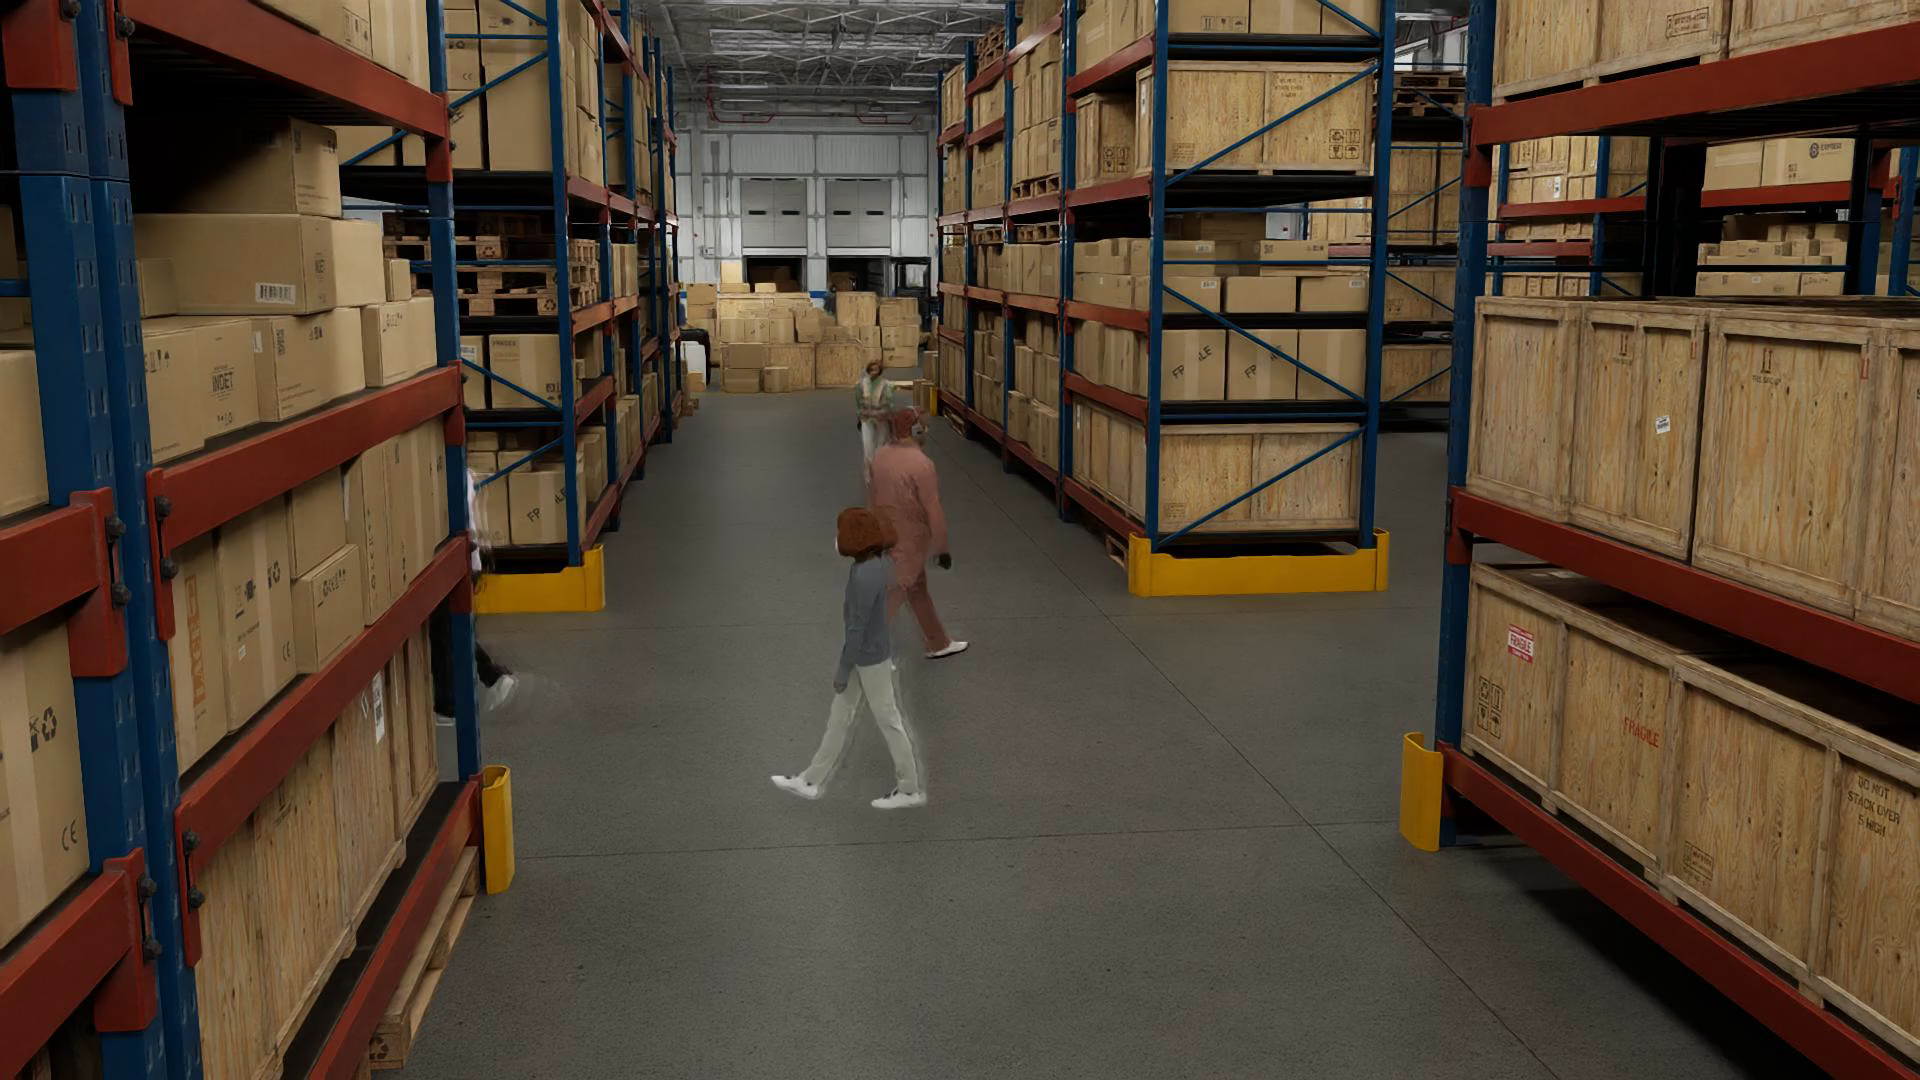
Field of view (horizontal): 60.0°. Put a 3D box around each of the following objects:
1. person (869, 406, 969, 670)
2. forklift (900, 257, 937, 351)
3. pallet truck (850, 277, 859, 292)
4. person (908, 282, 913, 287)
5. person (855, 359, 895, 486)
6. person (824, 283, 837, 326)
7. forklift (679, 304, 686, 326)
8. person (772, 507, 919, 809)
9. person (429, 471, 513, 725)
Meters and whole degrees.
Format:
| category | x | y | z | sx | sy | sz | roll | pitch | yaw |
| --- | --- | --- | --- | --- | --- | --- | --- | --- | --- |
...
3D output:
| category | x | y | z | sx | sy | sz | roll | pitch | yaw |
| --- | --- | --- | --- | --- | --- | --- | --- | --- | --- |
| person | -0.345 | -0.010 | 11.623 | 1.021 | 1.853 | 0.655 | -7 | 12 | -34 |
| forklift | -1.358 | -7.151 | 50.199 | 1.129 | 2.768 | 1.873 | 2 | 10 | 10 |
| pallet truck | -3.782 | -9.391 | 65.808 | 1.885 | 1.965 | 0.823 | 2 | 10 | 10 |
| person | -1.896 | -9.010 | 64.084 | 1.014 | 1.831 | 0.577 | -8 | 13 | -40 |
| person | -1.056 | -1.511 | 21.100 | 0.523 | 1.597 | 0.783 | 2 | 10 | 11 |
| person | -4.281 | -7.743 | 56.434 | 0.665 | 1.918 | 0.539 | -4 | 10 | -21 |
| forklift | -10.933 | -8.849 | 60.085 | 1.873 | 2.768 | 1.129 | 0 | 10 | 0 |
| person | -0.589 | 0.627 | 8.625 | 0.818 | 1.589 | 0.526 | -1 | 10 | -4 |
| person | -3.108 | 0.213 | 10.143 | 0.531 | 1.903 | 0.603 | 2 | 10 | 9 |
